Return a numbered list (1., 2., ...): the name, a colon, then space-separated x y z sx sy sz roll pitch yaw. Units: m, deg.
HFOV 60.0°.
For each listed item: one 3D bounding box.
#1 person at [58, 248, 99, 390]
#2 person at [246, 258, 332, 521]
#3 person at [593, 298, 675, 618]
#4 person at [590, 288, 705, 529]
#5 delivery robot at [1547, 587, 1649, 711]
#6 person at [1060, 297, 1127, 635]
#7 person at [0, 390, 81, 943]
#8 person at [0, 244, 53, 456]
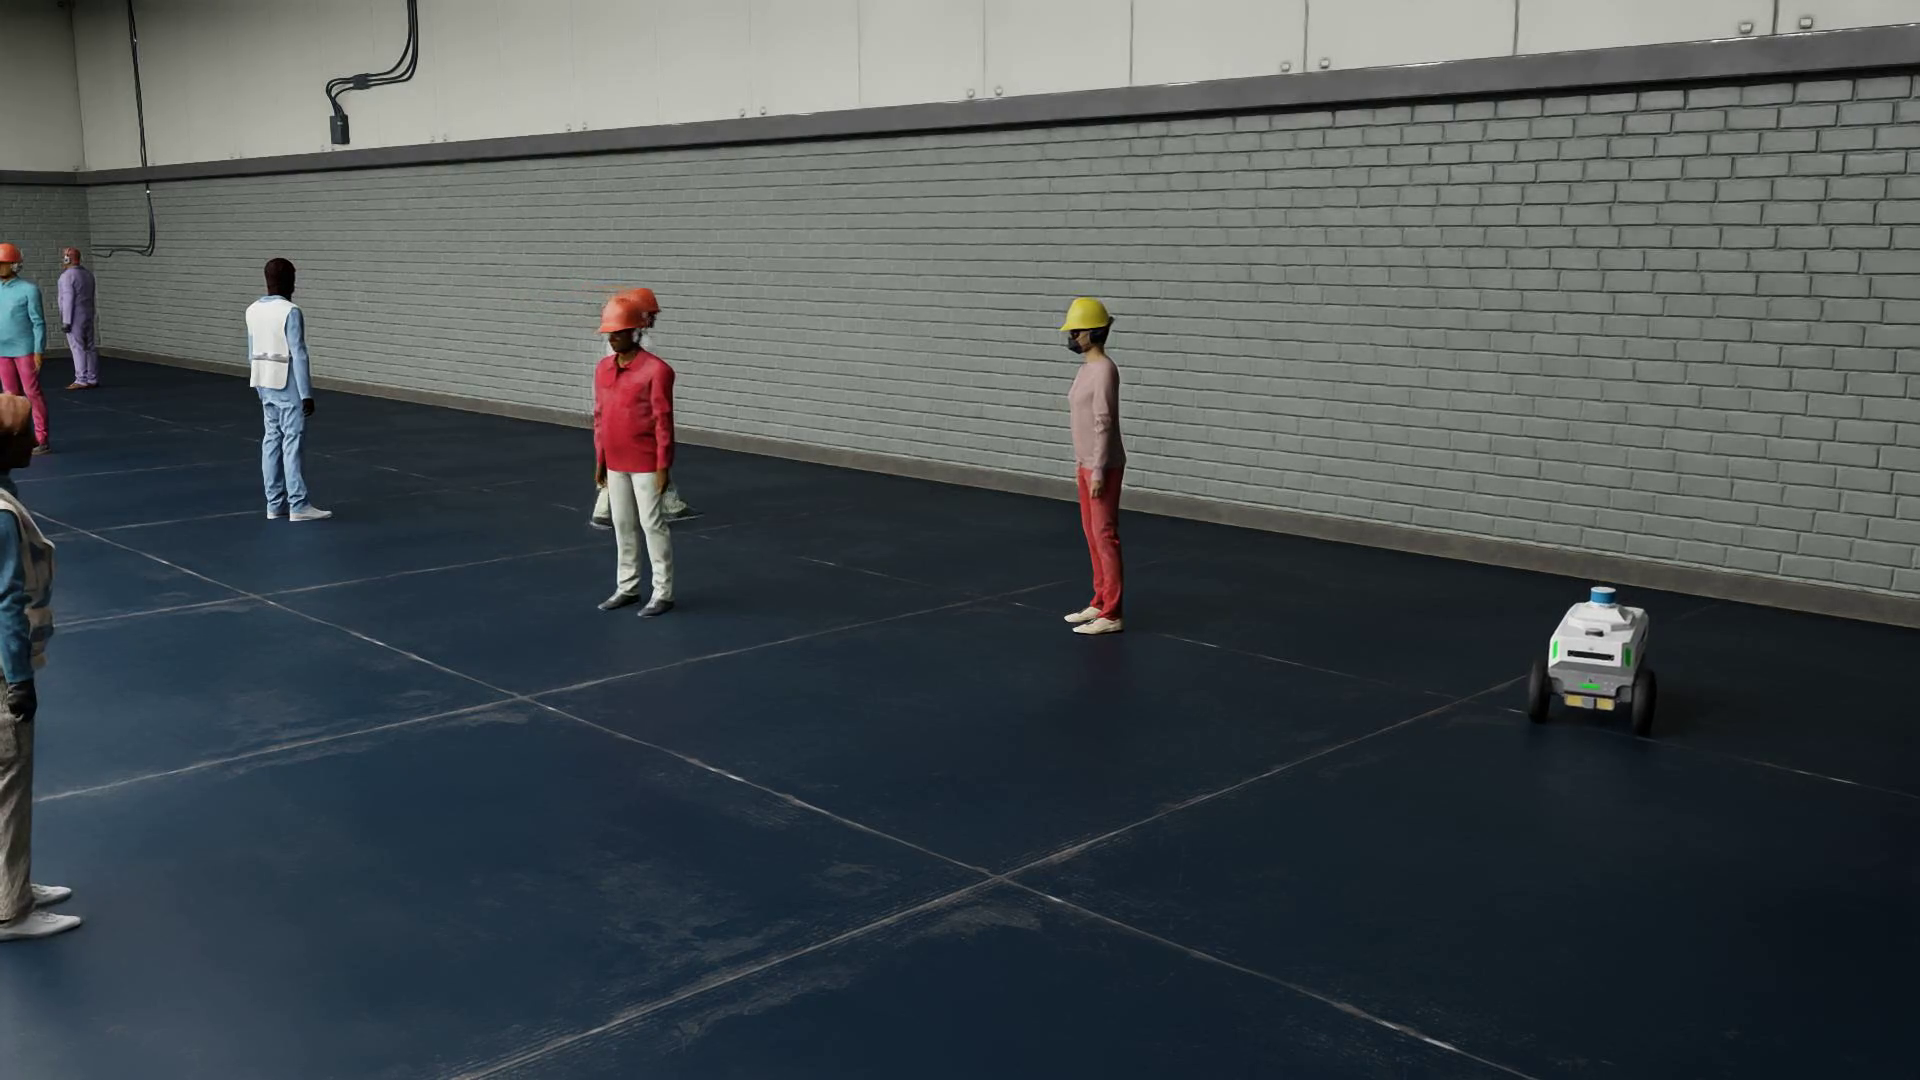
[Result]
1. person: -11.959 -2.989 22.511 0.409 1.907 0.651 0 10 2
2. person: -4.944 -1.091 12.140 0.589 1.915 0.393 7 12 32
3. person: -1.806 -0.448 9.105 0.565 1.742 0.352 7 13 35
4. person: -2.274 -0.935 11.857 0.892 1.706 0.581 -6 12 -29
5. delivery robot: 2.767 0.446 7.193 0.477 0.478 0.707 5 11 26
6. person: 0.687 -0.385 8.718 0.348 1.756 0.518 -2 11 -10
7. person: -2.835 0.374 4.930 0.320 1.628 0.509 -8 13 -36
8. person: -8.943 -1.783 15.726 0.631 1.984 0.420 3 11 15
